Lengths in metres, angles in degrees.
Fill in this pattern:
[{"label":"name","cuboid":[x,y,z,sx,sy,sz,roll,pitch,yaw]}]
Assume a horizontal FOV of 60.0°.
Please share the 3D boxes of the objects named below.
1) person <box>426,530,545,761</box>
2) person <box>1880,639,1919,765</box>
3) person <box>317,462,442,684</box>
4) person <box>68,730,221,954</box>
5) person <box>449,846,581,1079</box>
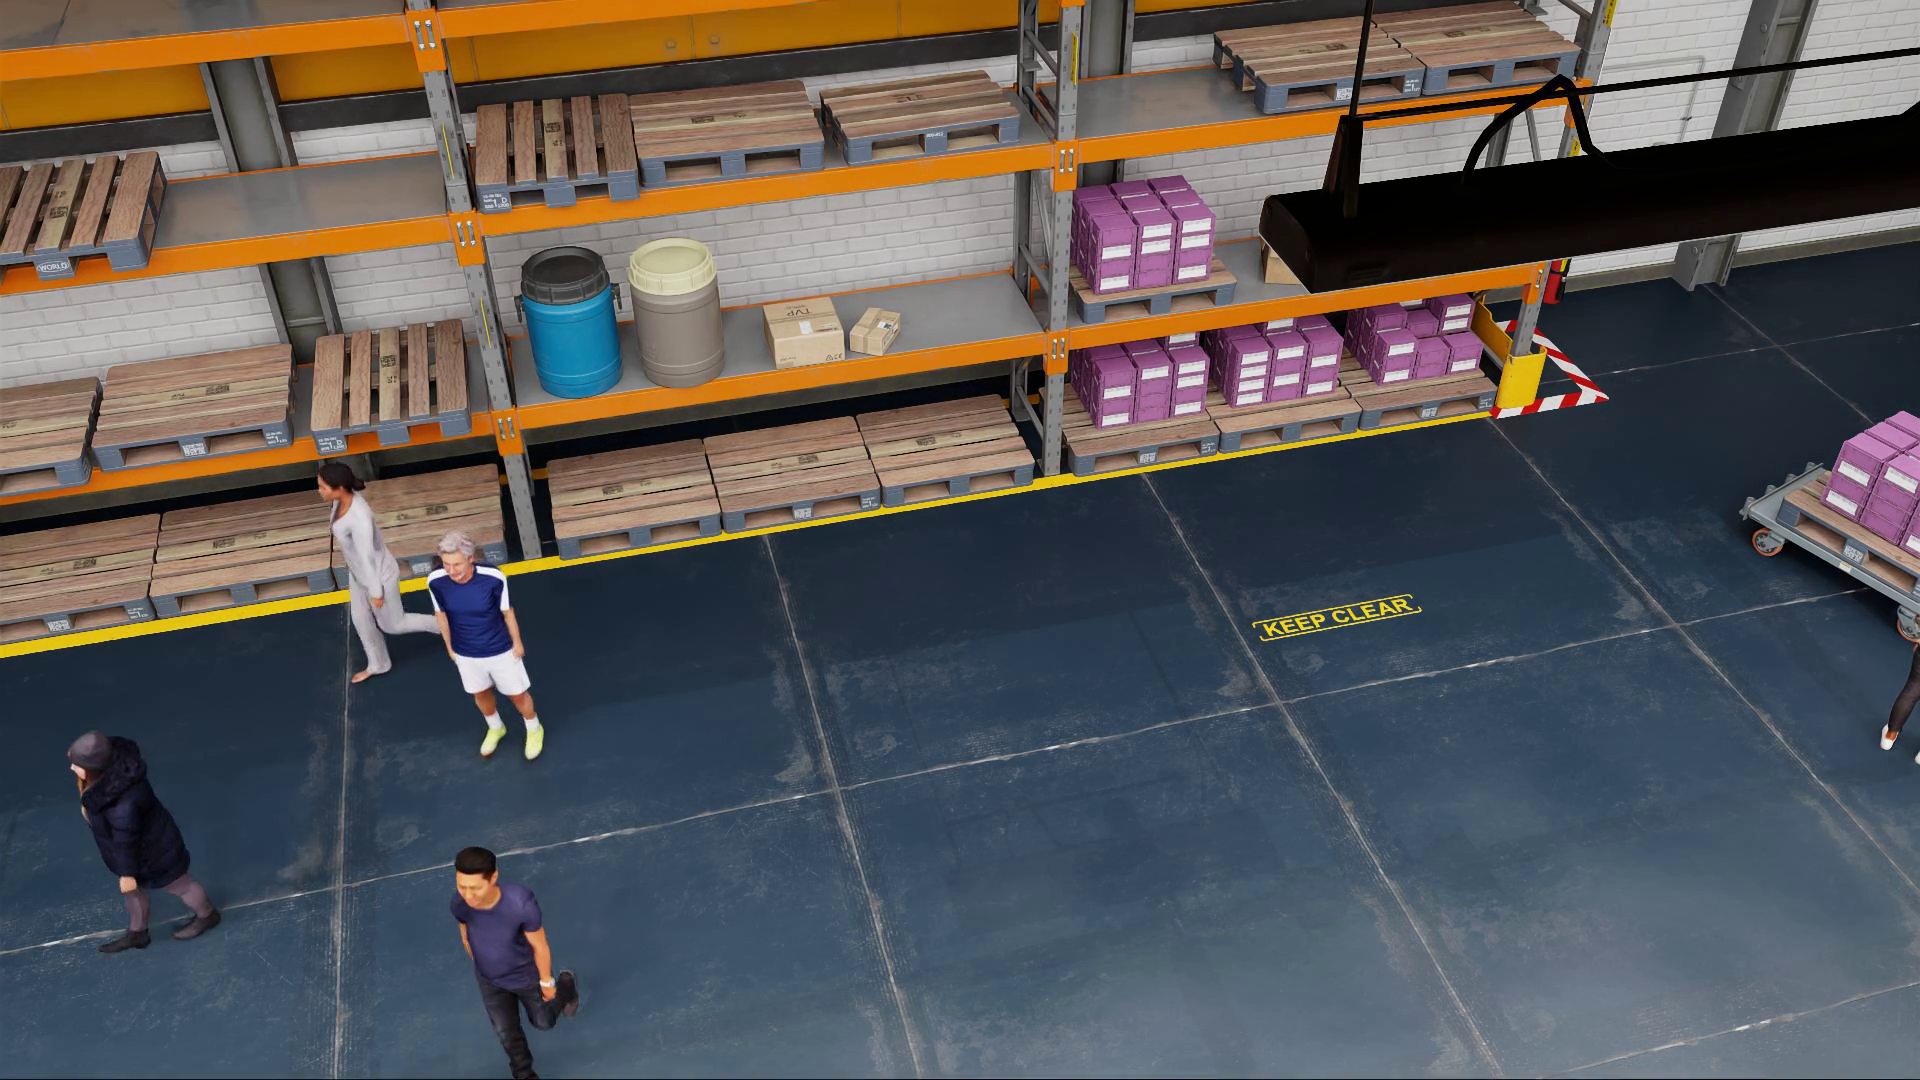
[{"label":"person","cuboid":[-2.900,0.616,10.172,0.609,1.825,0.752,-1,39,-2]},{"label":"person","cuboid":[6.091,0.698,10.212,0.656,1.647,0.688,29,47,31]},{"label":"person","cuboid":[-3.730,0.185,10.806,1.114,1.708,0.891,-25,45,-28]},{"label":"person","cuboid":[-4.368,1.615,9.058,0.966,1.655,0.835,-23,44,-26]},{"label":"person","cuboid":[-2.211,2.096,8.356,1.025,1.778,0.949,6,39,8]}]
